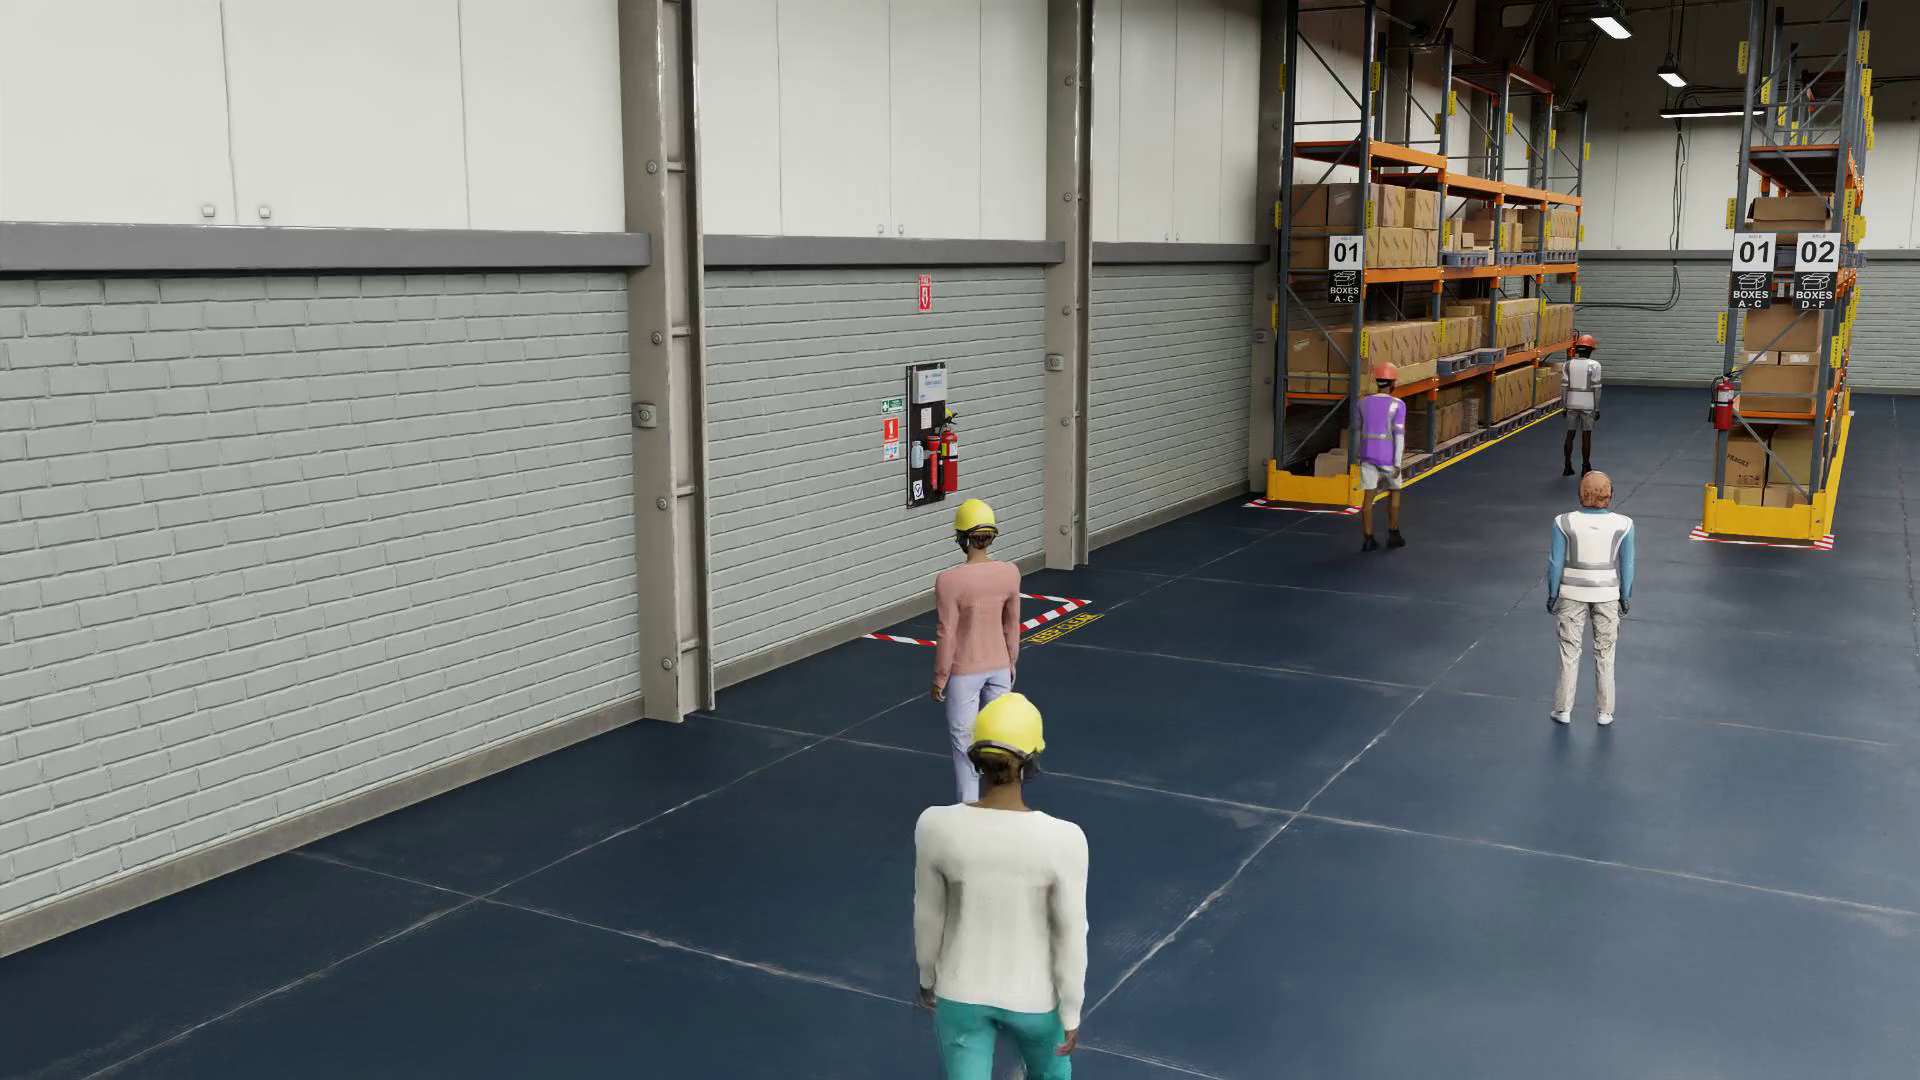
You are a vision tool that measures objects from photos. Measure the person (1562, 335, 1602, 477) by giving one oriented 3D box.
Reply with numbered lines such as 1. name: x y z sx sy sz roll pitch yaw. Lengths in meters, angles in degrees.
1. person: 8.459 -1.822 22.631 0.542 1.930 0.366 9 13 43

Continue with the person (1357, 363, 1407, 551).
1. person: 4.330 -0.854 17.006 0.565 1.909 0.759 7 12 36

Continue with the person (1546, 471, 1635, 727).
1. person: 4.006 0.379 10.595 0.523 1.639 0.306 2 10 12

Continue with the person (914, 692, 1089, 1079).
1. person: 0.123 1.300 4.886 0.534 1.751 0.570 2 10 11

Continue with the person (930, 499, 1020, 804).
1. person: 0.074 0.668 8.530 0.534 1.767 0.314 -7 12 -36
